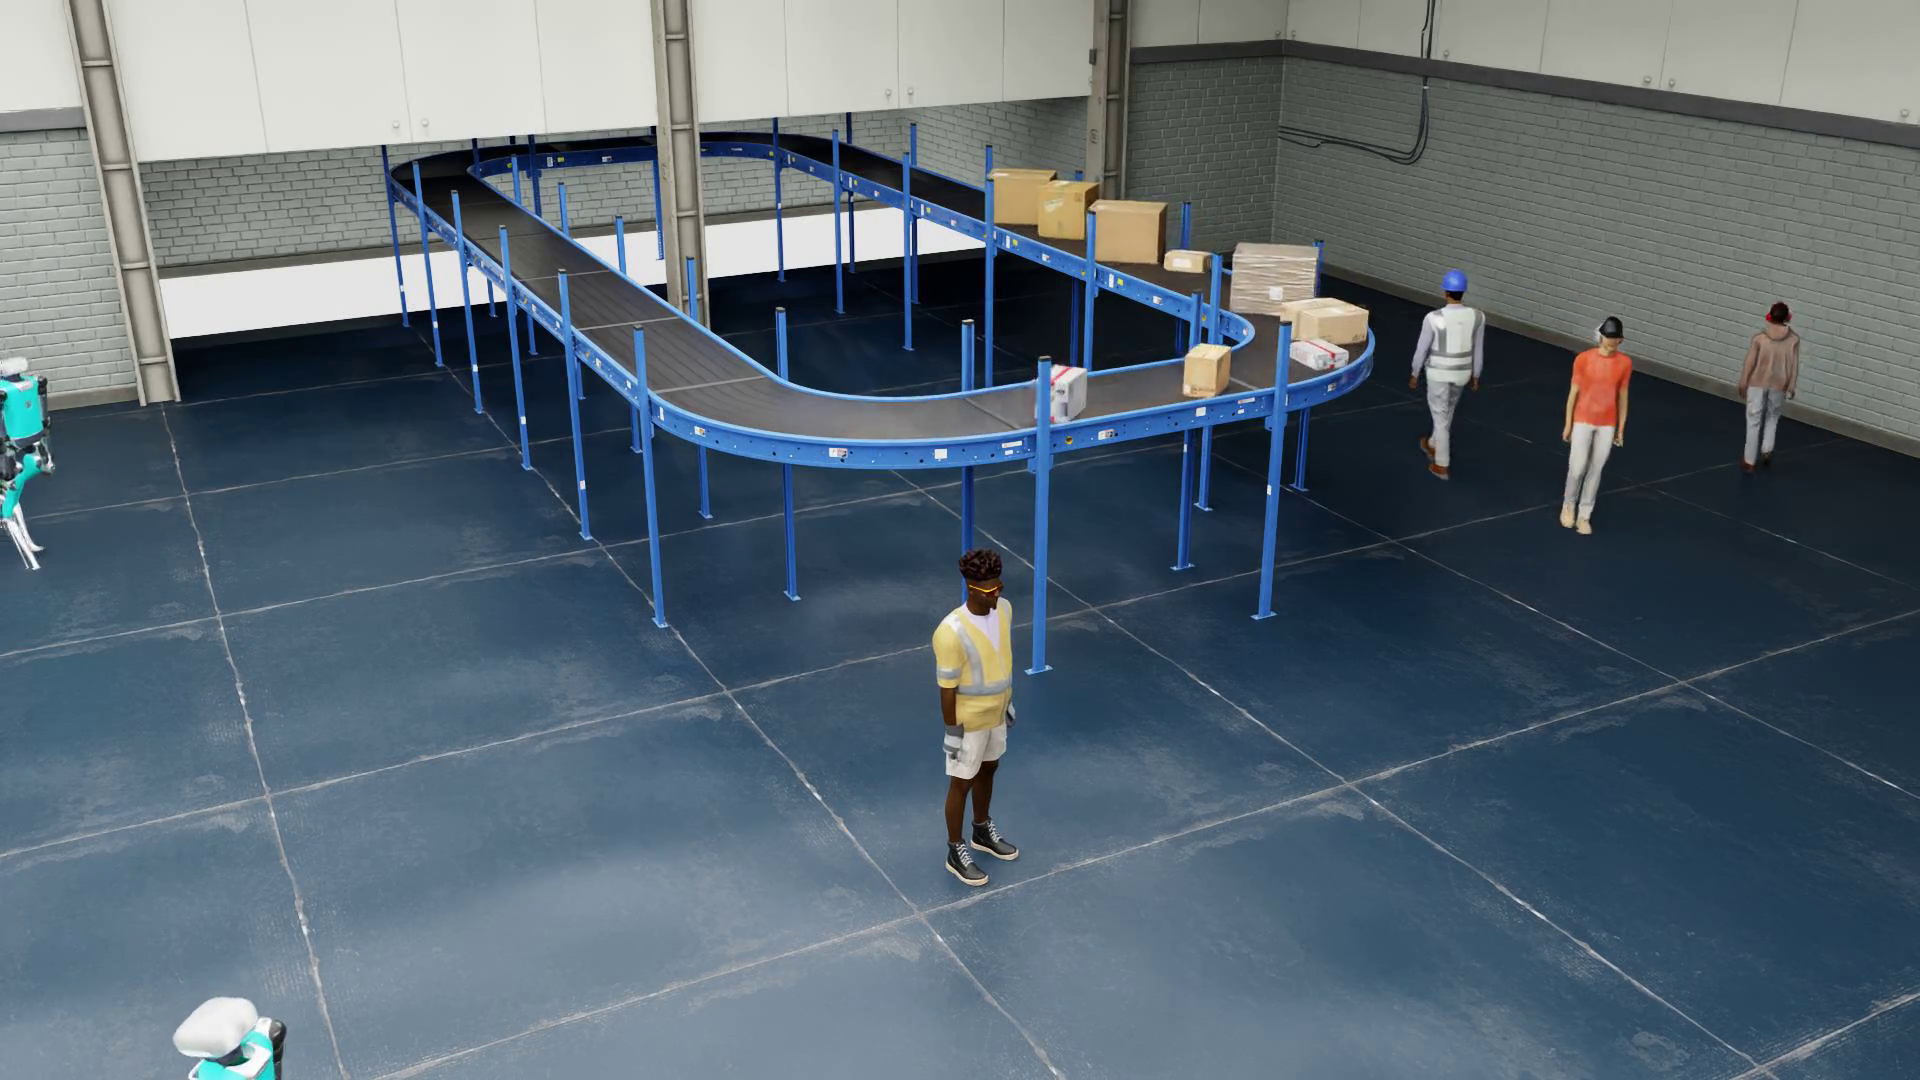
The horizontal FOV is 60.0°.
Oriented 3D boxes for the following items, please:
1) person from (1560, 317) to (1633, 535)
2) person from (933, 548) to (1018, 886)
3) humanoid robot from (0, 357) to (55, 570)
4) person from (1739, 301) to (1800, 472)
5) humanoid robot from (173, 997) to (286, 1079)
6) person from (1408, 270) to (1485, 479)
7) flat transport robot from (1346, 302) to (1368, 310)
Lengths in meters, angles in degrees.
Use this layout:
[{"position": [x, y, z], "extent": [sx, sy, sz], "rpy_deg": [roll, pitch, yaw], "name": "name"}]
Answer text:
[{"position": [5.378, -0.956, 14.062], "extent": [0.502, 1.901, 0.430], "rpy_deg": [2, 22, 4], "name": "person"}, {"position": [0.106, 0.958, 9.247], "extent": [0.362, 1.965, 0.611], "rpy_deg": [15, 27, 33], "name": "person"}, {"position": [-7.716, -0.623, 13.485], "extent": [0.795, 1.793, 0.532], "rpy_deg": [7, 23, 17], "name": "humanoid robot"}, {"position": [7.553, -1.434, 15.575], "extent": [0.495, 1.637, 0.394], "rpy_deg": [5, 23, 12], "name": "person"}, {"position": [-2.754, 2.422, 5.972], "extent": [0.774, 1.801, 0.539], "rpy_deg": [3, 22, 7], "name": "humanoid robot"}, {"position": [4.501, -1.594, 15.615], "extent": [0.637, 1.914, 0.881], "rpy_deg": [-5, 23, -12], "name": "person"}, {"position": [4.362, -2.848, 20.916], "extent": [1.431, 0.231, 0.659], "rpy_deg": [9, 24, 20], "name": "flat transport robot"}]
